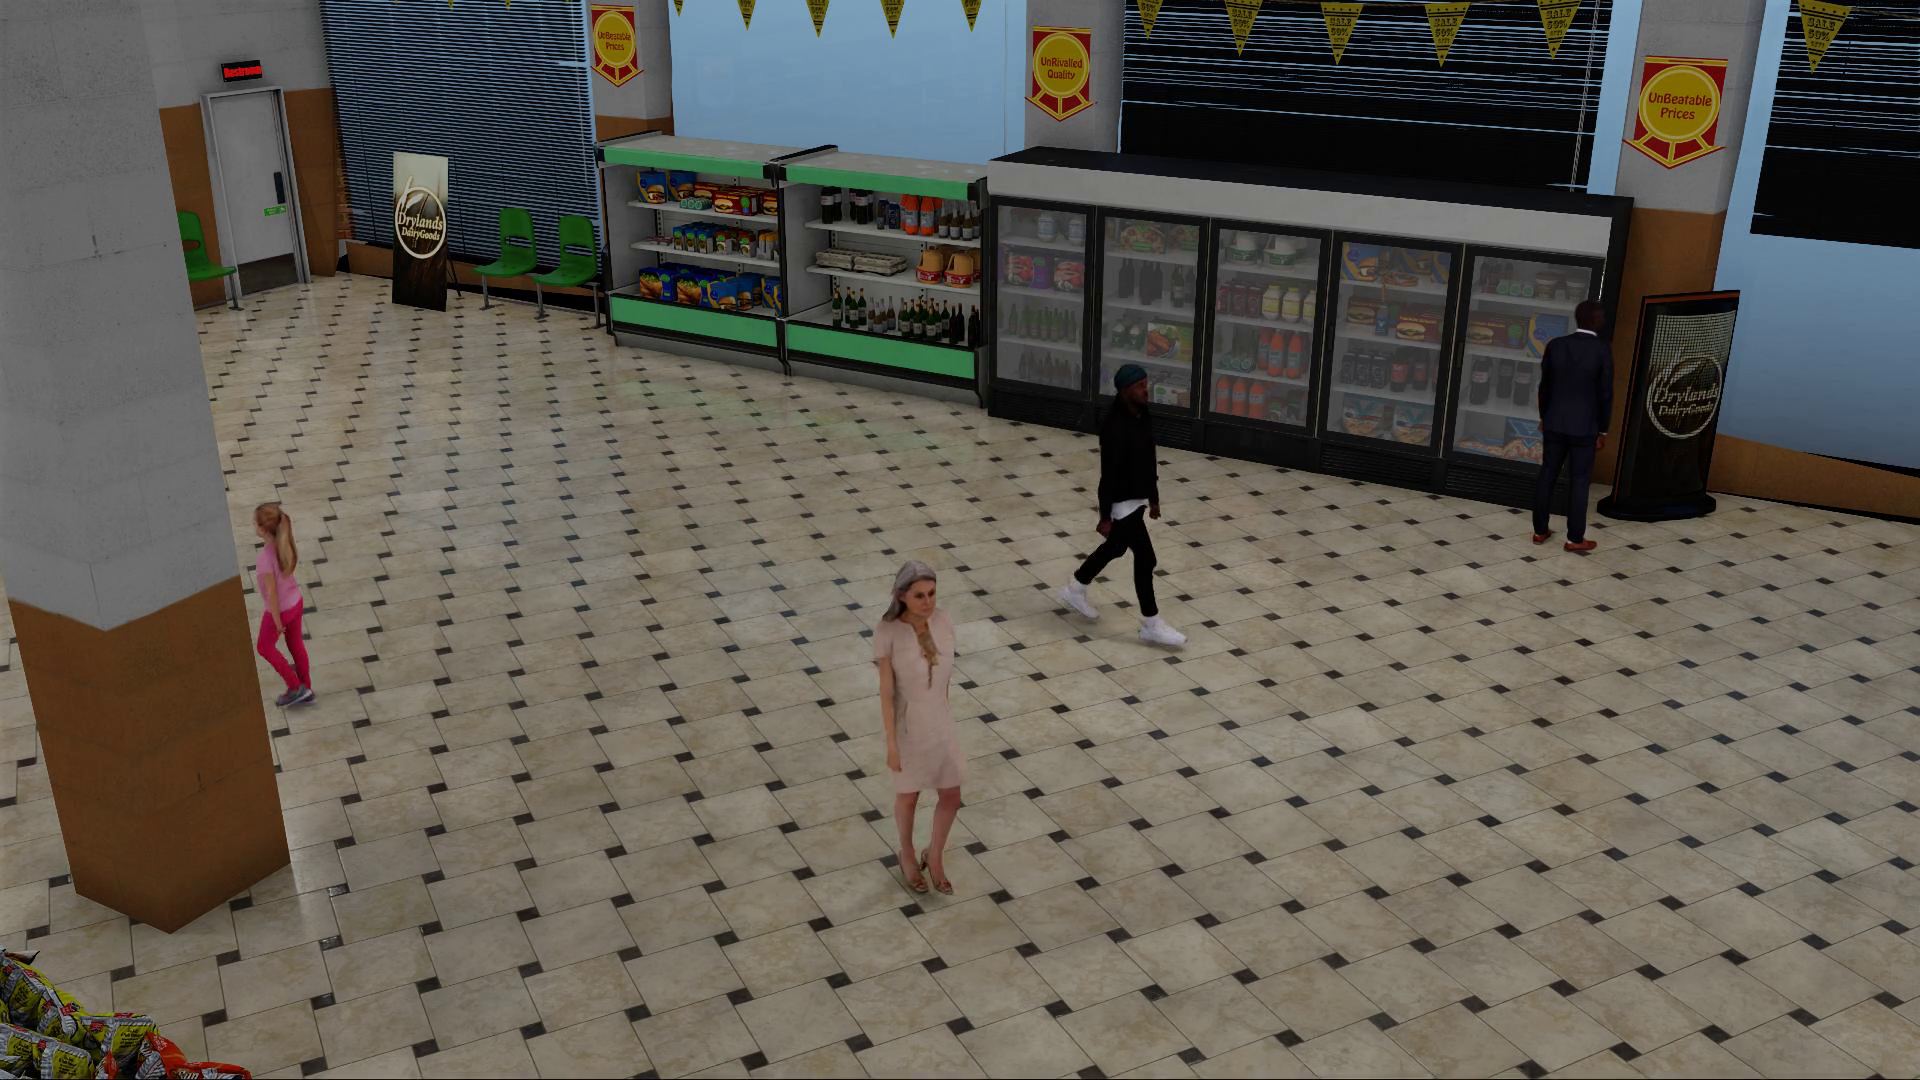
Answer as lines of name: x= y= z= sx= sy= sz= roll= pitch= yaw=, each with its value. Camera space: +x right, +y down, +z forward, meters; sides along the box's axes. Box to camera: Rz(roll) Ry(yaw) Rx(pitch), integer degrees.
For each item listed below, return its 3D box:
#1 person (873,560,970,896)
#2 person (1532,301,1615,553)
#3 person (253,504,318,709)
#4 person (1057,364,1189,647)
person: x=-0.258 y=0.883 z=7.806 sx=0.738 sy=1.722 sz=0.790 roll=-12 pitch=25 yaw=-27
person: x=4.386 y=-0.816 z=11.896 sx=0.816 sy=1.823 sz=0.648 roll=-20 pitch=29 yaw=-40
person: x=-3.883 y=0.385 z=9.658 sx=0.597 sy=1.264 sz=0.561 roll=4 pitch=22 yaw=9
person: x=0.978 y=-0.241 z=10.523 sx=1.176 sy=1.781 sz=0.681 roll=13 pitch=25 yaw=29
